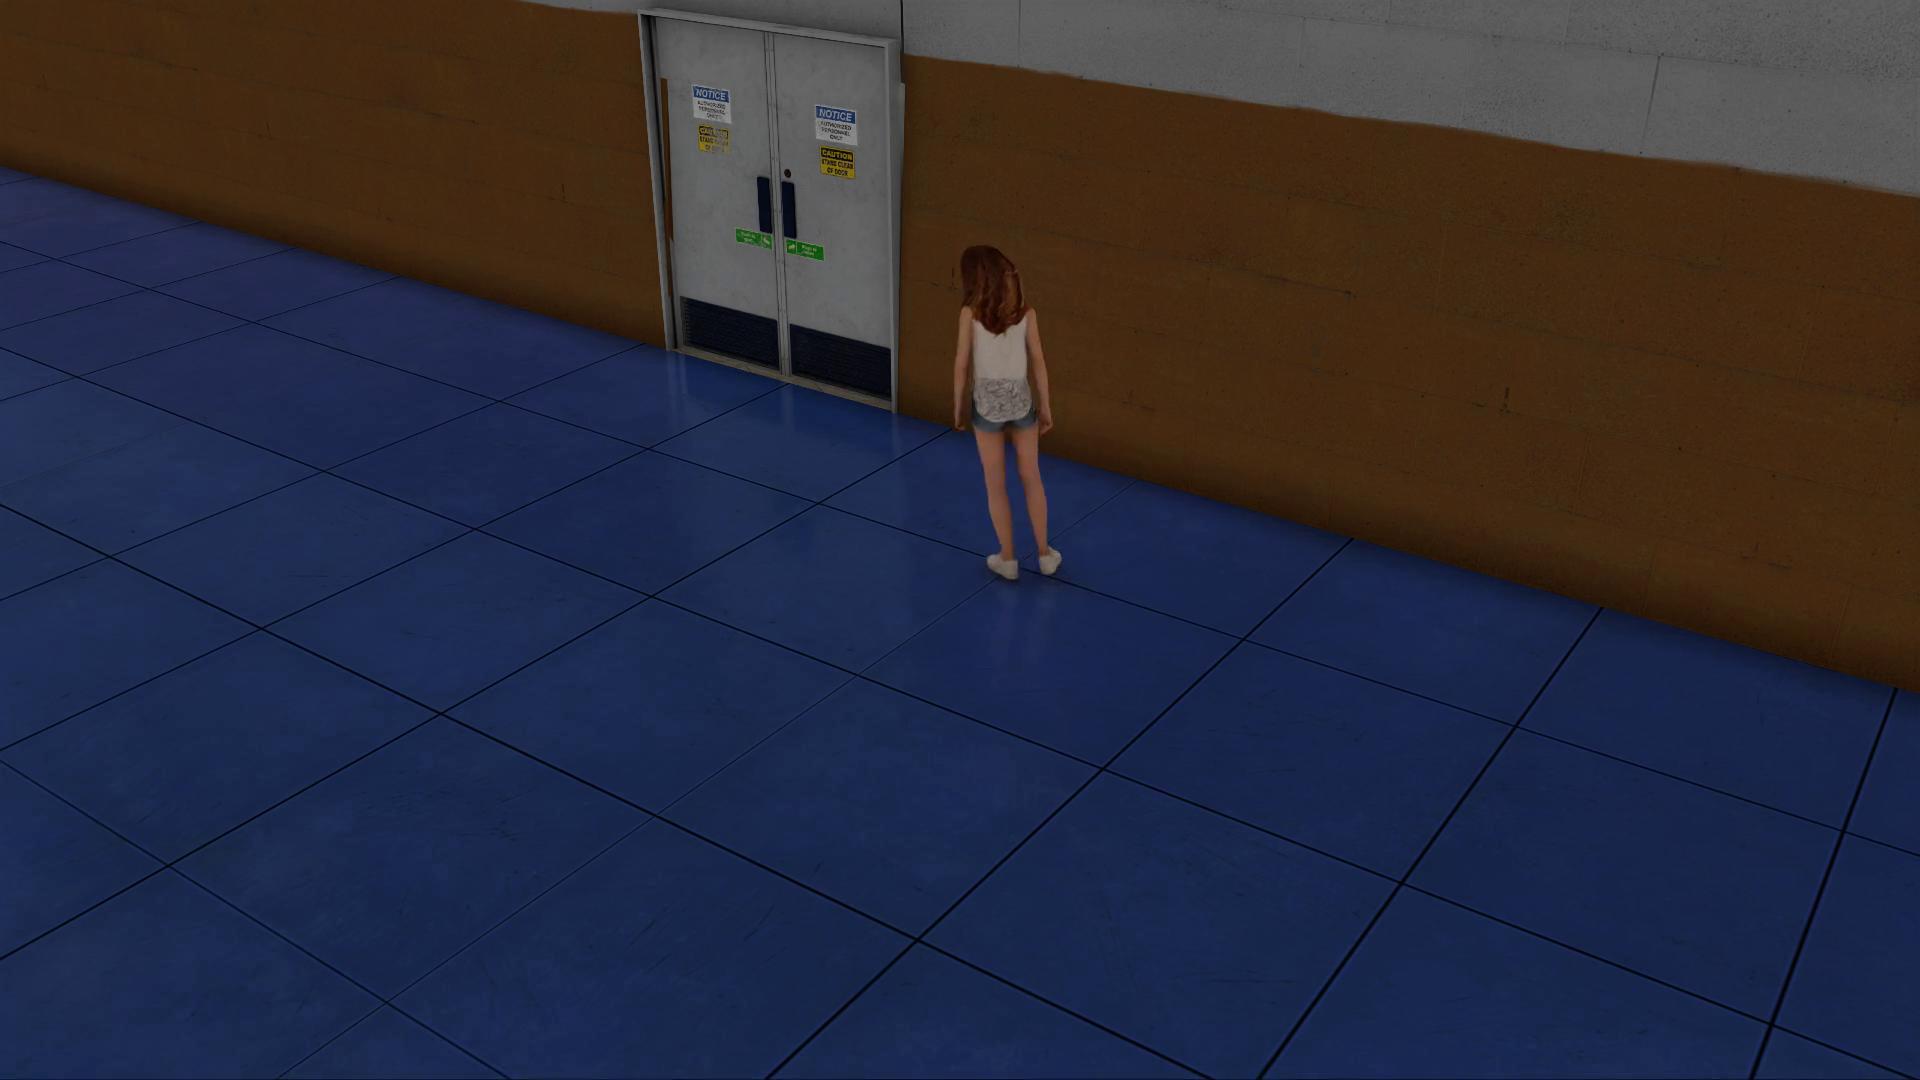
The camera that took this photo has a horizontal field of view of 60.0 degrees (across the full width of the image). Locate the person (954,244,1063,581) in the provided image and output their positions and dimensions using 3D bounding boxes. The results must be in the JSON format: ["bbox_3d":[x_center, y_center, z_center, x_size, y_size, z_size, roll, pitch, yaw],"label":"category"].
[{"bbox_3d":[0.256,-0.587,8.269,0.817,1.715,0.878,2,27,3],"label":"person"}]
